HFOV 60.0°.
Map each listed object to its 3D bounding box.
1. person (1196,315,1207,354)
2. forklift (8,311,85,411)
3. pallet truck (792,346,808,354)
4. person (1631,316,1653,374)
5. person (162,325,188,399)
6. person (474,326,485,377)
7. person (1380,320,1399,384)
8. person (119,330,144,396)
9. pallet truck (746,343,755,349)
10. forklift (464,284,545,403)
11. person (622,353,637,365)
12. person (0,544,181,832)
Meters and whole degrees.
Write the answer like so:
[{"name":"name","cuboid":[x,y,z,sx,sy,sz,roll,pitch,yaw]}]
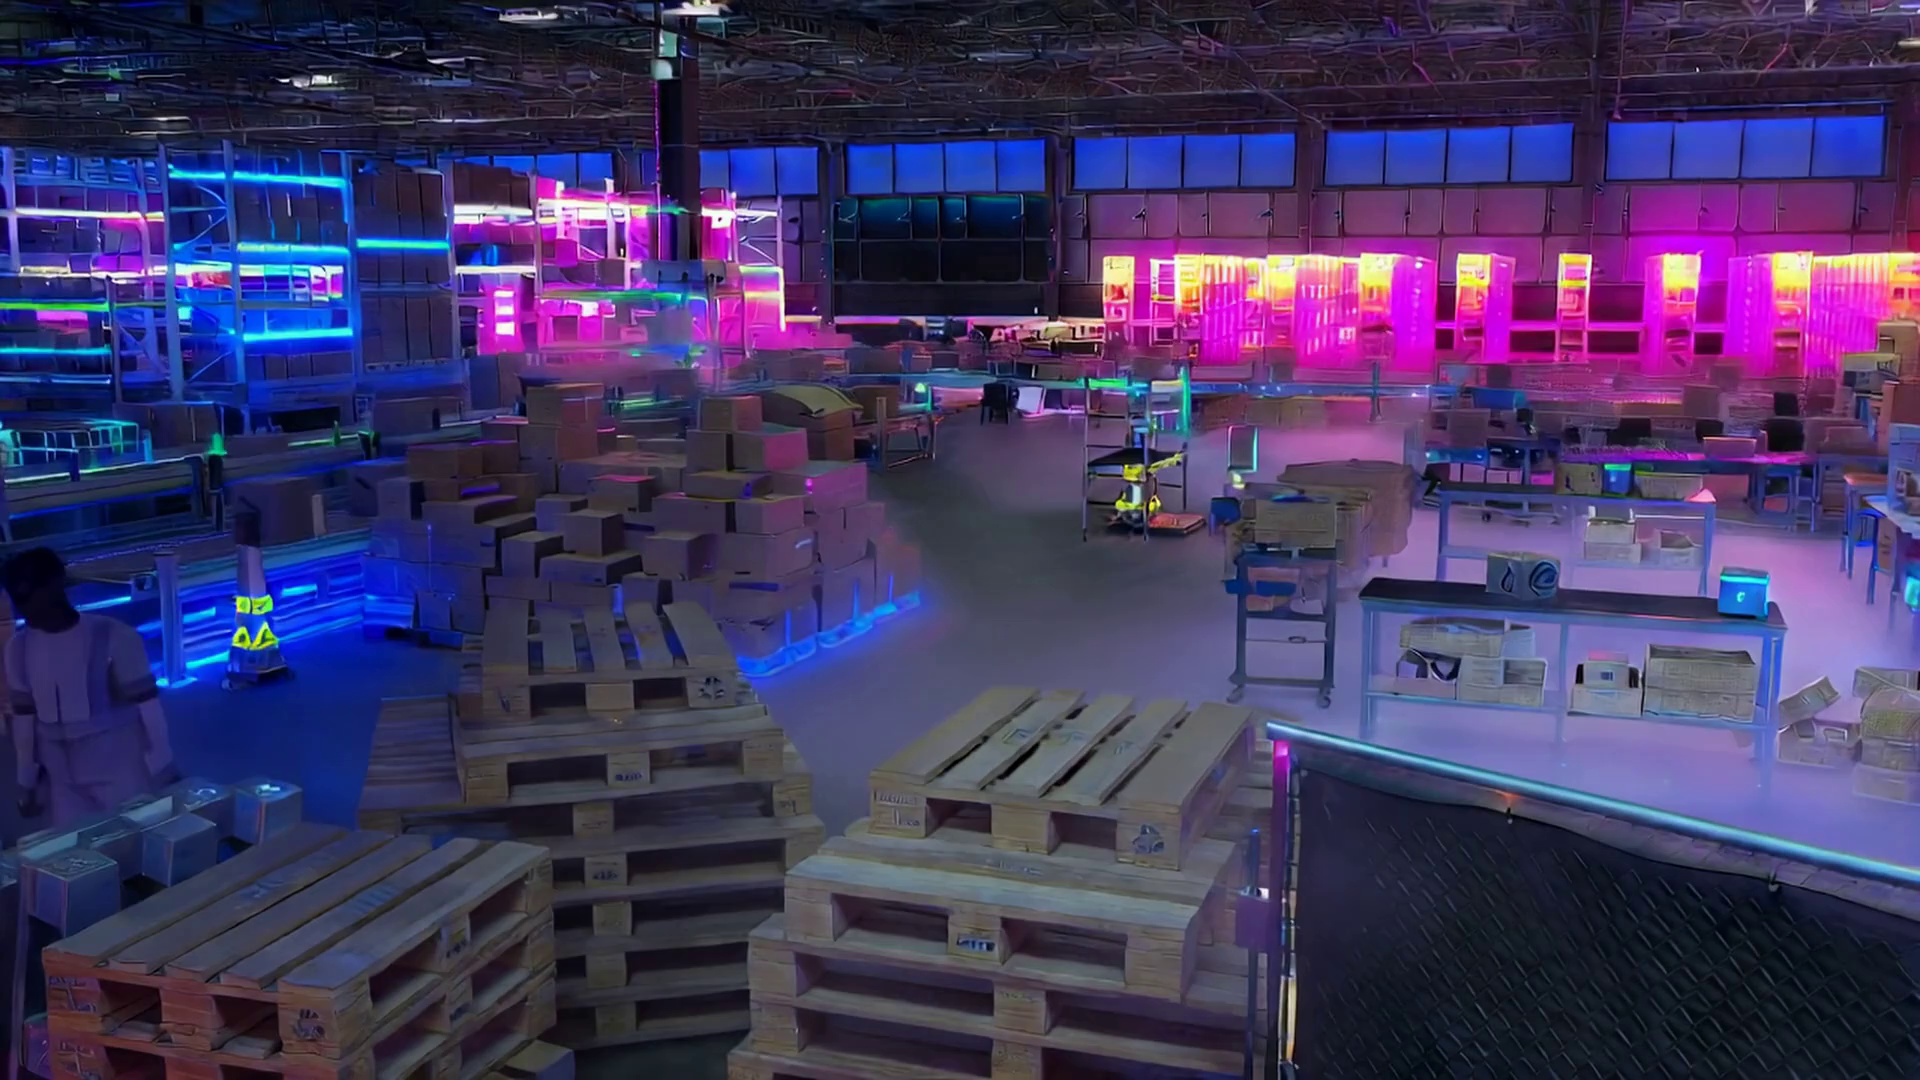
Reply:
[{"name":"person","cuboid":[7.706,-6.284,52.908,0.788,1.798,0.595,2,9,13]},{"name":"forklift","cuboid":[-20.673,-4.264,36.864,1.873,2.768,1.129,-1,9,-7]},{"name":"pallet truck","cuboid":[-3.705,-4.298,42.022,0.653,1.274,1.630,3,10,20]},{"name":"person","cuboid":[20.106,-5.655,48.875,0.472,1.831,0.594,5,10,30]},{"name":"person","cuboid":[-19.360,-4.438,41.015,0.567,1.899,0.817,4,10,26]},{"name":"person","cuboid":[-12.701,-4.838,44.232,0.541,1.679,0.583,2,9,15]},{"name":"person","cuboid":[10.740,-4.524,41.479,0.462,1.931,0.604,-2,9,-14]},{"name":"person","cuboid":[-21.057,-4.505,42.213,0.543,1.651,0.878,3,10,20]},{"name":"pallet truck","cuboid":[-6.183,-4.618,44.264,1.601,1.201,0.680,-9,12,-43]},{"name":"forklift","cuboid":[-10.832,-4.702,39.610,1.129,2.768,1.873,3,10,20]},{"name":"person","cuboid":[-7.589,-3.872,38.038,0.909,1.724,0.544,-6,11,-34]},{"name":"person","cuboid":[-3.674,0.946,7.165,0.689,1.922,0.626,1,9,5]}]
